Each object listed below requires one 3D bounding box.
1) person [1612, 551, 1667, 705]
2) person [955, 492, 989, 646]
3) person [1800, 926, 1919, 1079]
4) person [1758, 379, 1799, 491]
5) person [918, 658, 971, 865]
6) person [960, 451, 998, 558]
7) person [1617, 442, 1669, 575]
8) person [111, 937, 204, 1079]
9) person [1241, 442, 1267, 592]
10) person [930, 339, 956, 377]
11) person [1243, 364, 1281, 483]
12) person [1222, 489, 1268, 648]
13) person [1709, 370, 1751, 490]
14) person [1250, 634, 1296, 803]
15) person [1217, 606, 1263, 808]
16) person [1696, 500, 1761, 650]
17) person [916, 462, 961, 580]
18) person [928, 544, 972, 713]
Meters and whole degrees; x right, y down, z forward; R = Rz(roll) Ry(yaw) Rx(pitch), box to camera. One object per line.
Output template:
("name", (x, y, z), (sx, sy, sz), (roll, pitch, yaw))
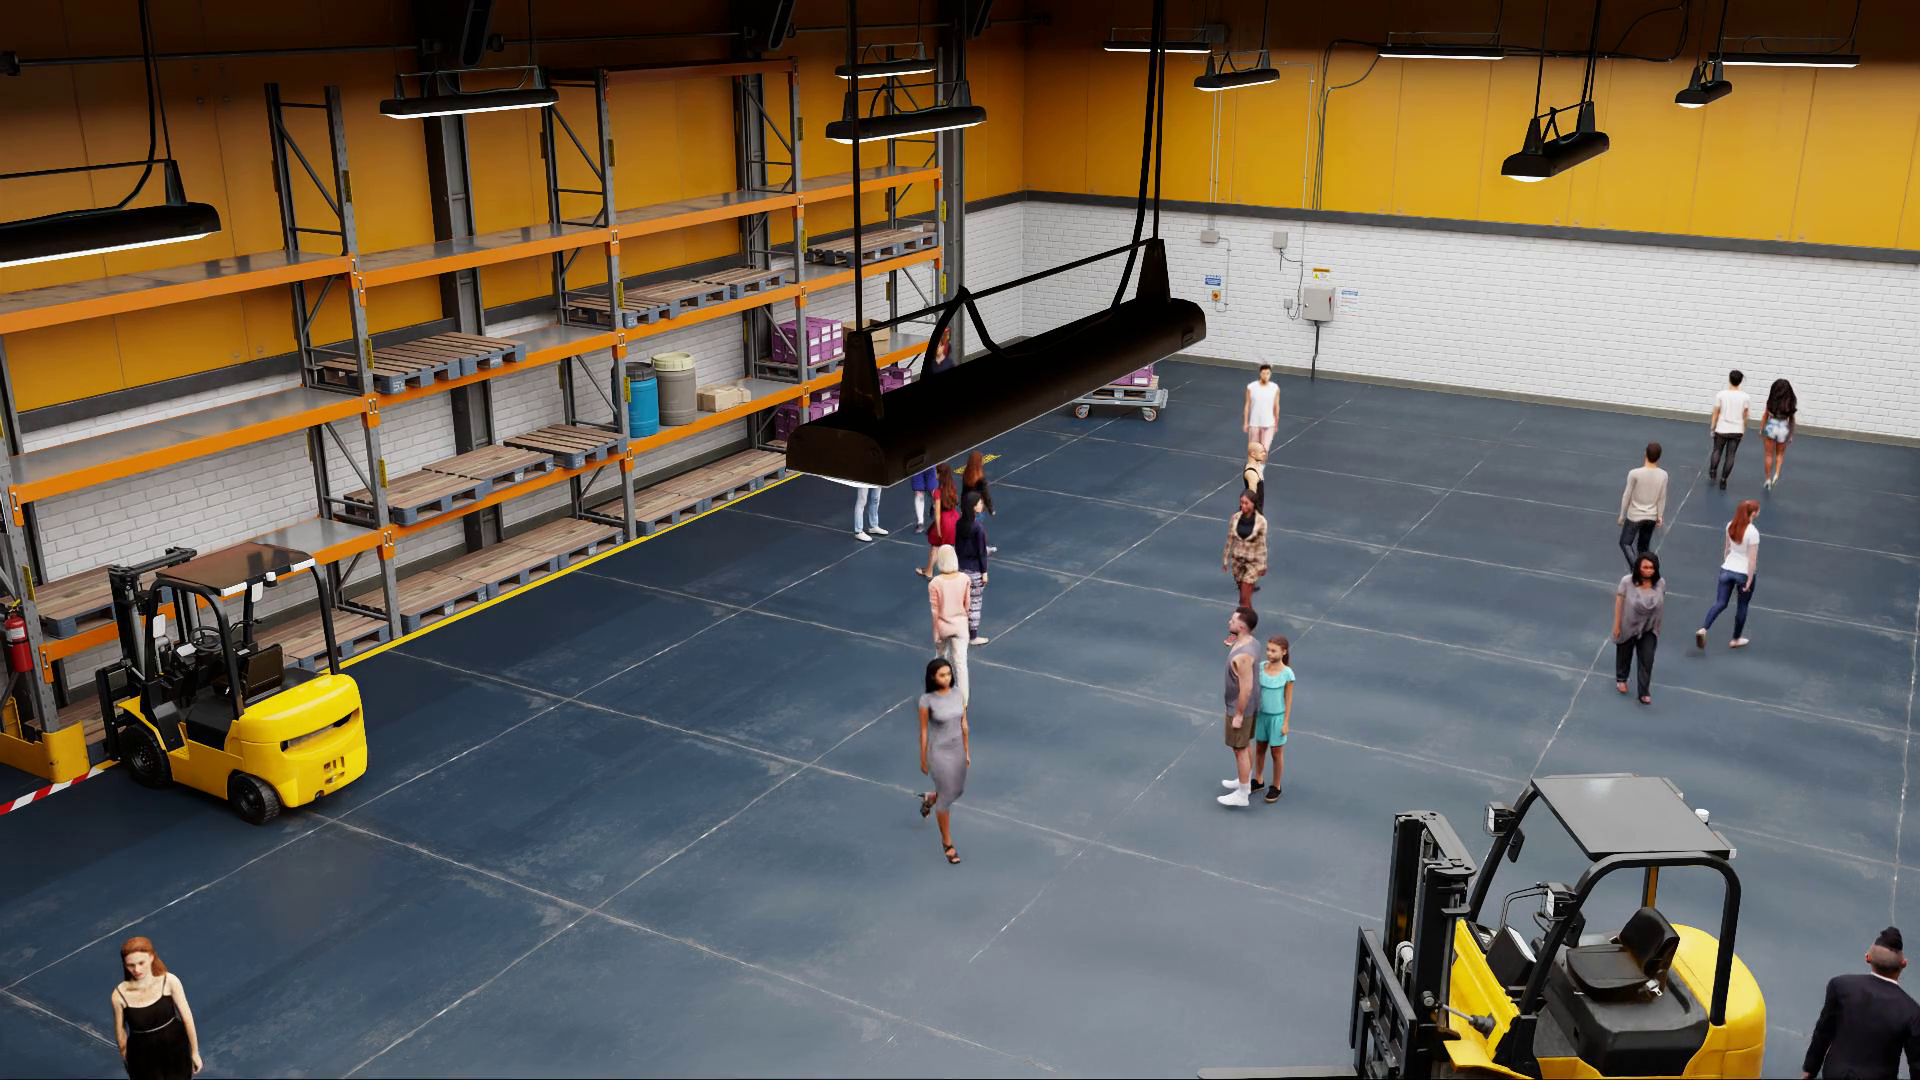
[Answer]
("person", (6.906, 0.845, 16.989), (0.825, 1.570, 1.059), (3, 19, 10))
("person", (0.114, 0.305, 18.339), (0.631, 1.732, 0.671), (-15, 24, -38))
("person", (5.128, 3.158, 9.579), (1.104, 1.917, 1.023), (-12, 22, -31))
("person", (11.729, -1.481, 23.860), (0.659, 1.593, 0.704), (5, 19, 14))
("person", (-0.166, 1.793, 13.872), (0.981, 1.763, 0.912), (-11, 22, -30))
("person", (0.145, -0.365, 20.777), (1.047, 1.447, 0.787), (-15, 23, -37))
("person", (8.114, -0.231, 19.738), (0.919, 1.855, 1.018), (-1, 19, -2))
("person", (-4.910, 3.122, 10.220), (1.101, 1.576, 1.002), (-11, 21, -29))
("person", (3.497, -0.304, 20.017), (0.777, 1.815, 0.595), (2, 19, 6))
("person", (-0.288, -2.229, 25.727), (0.934, 1.819, 1.226), (3, 19, 9))
("person", (4.402, -1.722, 24.284), (0.771, 1.779, 0.790), (2, 19, 6))
("person", (3.187, 0.294, 18.363), (0.667, 1.738, 1.113), (13, 22, 33))
("person", (11.095, -1.575, 23.977), (0.699, 1.697, 0.991), (7, 20, 21))
("person", (2.785, 1.570, 14.856), (0.599, 1.557, 0.605), (17, 25, 41))
("person", (2.487, 1.443, 14.624), (0.735, 1.846, 0.553), (7, 20, 19))
("person", (8.371, 0.405, 18.064), (1.104, 1.718, 0.870), (-11, 22, -30))
("person", (-0.110, -0.166, 20.061), (0.931, 1.525, 0.818), (-14, 23, -35))
("person", (-0.065, 0.910, 16.612), (1.079, 1.688, 1.168), (-4, 19, -11))
